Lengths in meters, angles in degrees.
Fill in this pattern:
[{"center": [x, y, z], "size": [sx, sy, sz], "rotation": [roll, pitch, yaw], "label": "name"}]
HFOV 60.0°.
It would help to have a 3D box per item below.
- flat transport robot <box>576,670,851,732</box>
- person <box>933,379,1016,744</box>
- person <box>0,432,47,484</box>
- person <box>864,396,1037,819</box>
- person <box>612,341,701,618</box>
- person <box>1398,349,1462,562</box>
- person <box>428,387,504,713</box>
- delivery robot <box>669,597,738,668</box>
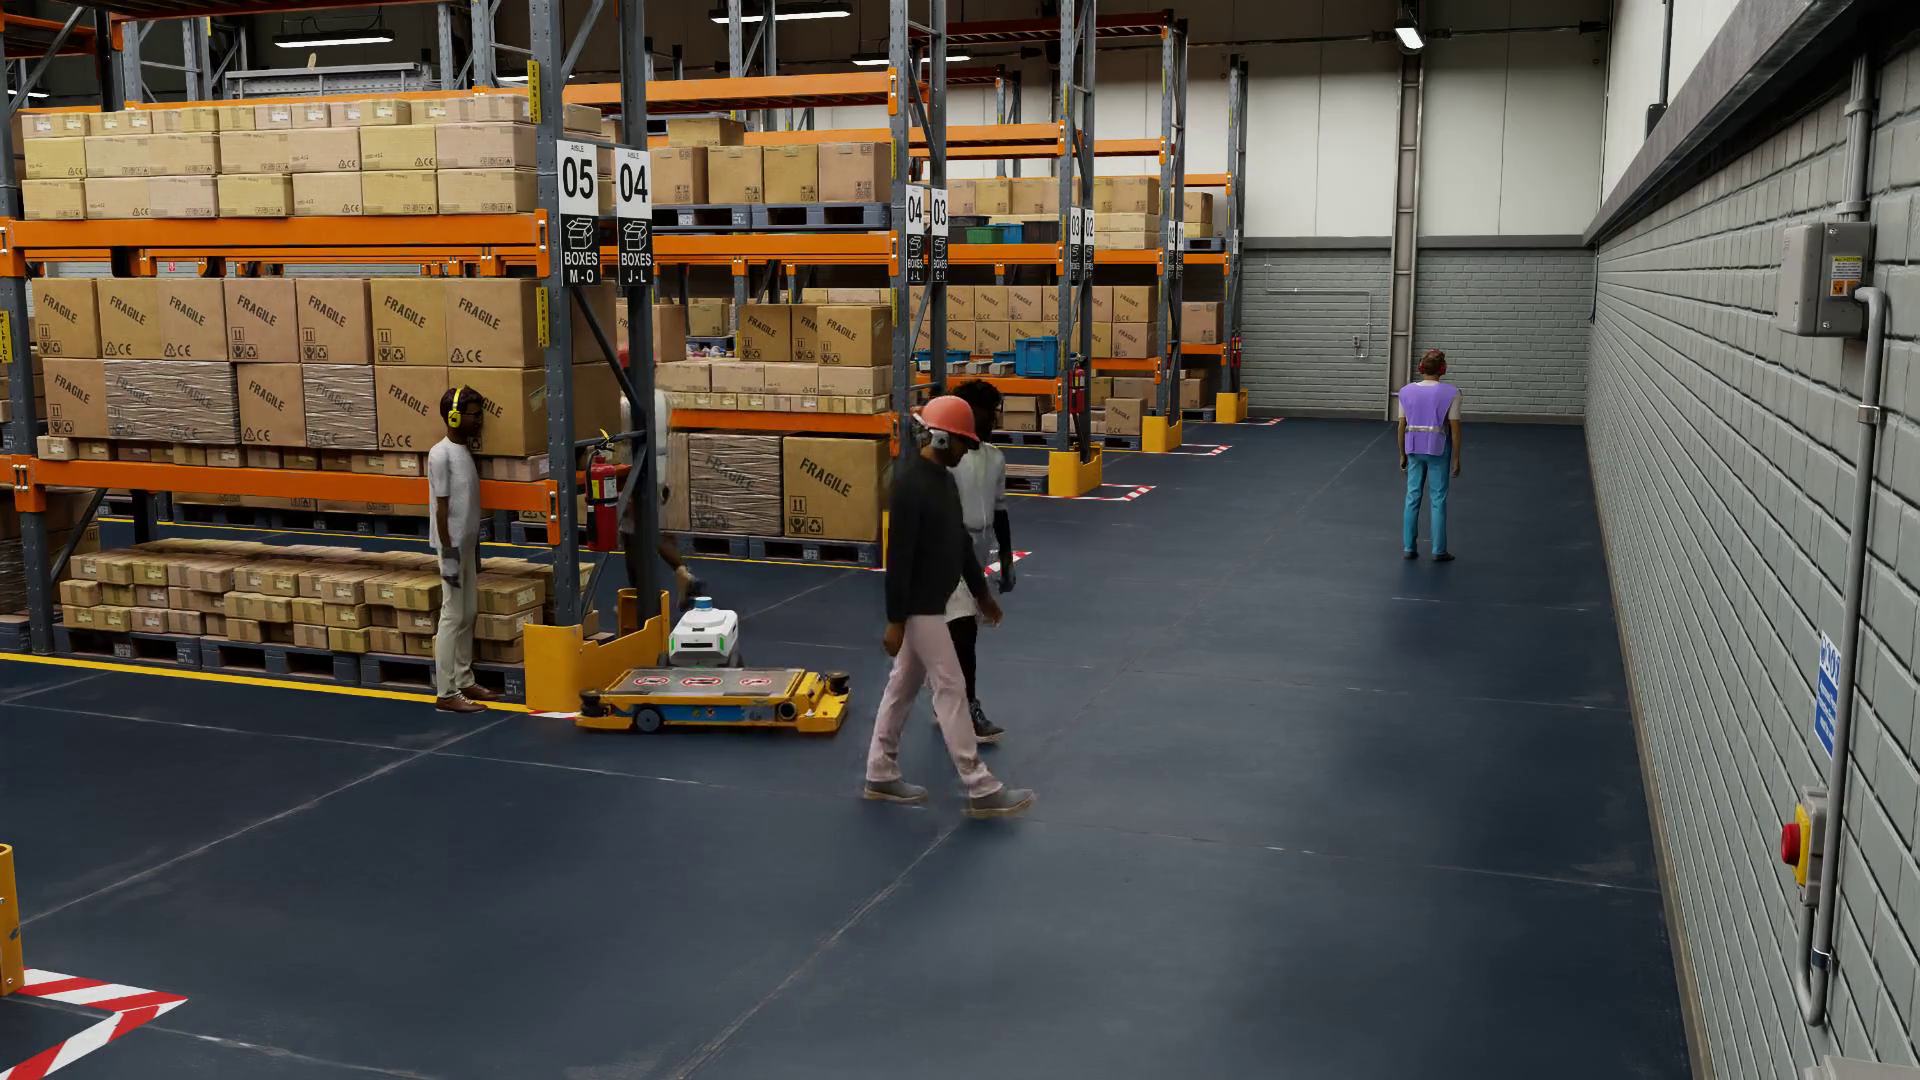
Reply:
[{"center": [-1.360, 0.884, 9.313], "size": [1.431, 0.197, 0.652], "rotation": [0, 9, 3], "label": "flat transport robot"}, {"center": [0.103, 0.110, 8.923], "size": [0.773, 1.935, 0.629], "rotation": [8, 12, 42], "label": "person"}, {"center": [-8.211, -0.796, 14.425], "size": [0.380, 1.996, 0.608], "rotation": [7, 11, 37], "label": "person"}, {"center": [-0.035, 0.309, 7.695], "size": [0.957, 1.937, 0.613], "rotation": [2, 9, 10], "label": "person"}, {"center": [-2.237, -0.407, 11.909], "size": [0.621, 2.029, 0.641], "rotation": [5, 10, 27], "label": "person"}, {"center": [4.074, -0.729, 14.466], "size": [0.565, 1.849, 0.388], "rotation": [7, 11, 36], "label": "person"}, {"center": [-2.857, 0.058, 9.533], "size": [0.332, 1.860, 0.511], "rotation": [0, 9, 3], "label": "person"}, {"center": [-1.537, 0.585, 9.998], "size": [0.477, 0.478, 0.707], "rotation": [0, 9, -2], "label": "delivery robot"}]
